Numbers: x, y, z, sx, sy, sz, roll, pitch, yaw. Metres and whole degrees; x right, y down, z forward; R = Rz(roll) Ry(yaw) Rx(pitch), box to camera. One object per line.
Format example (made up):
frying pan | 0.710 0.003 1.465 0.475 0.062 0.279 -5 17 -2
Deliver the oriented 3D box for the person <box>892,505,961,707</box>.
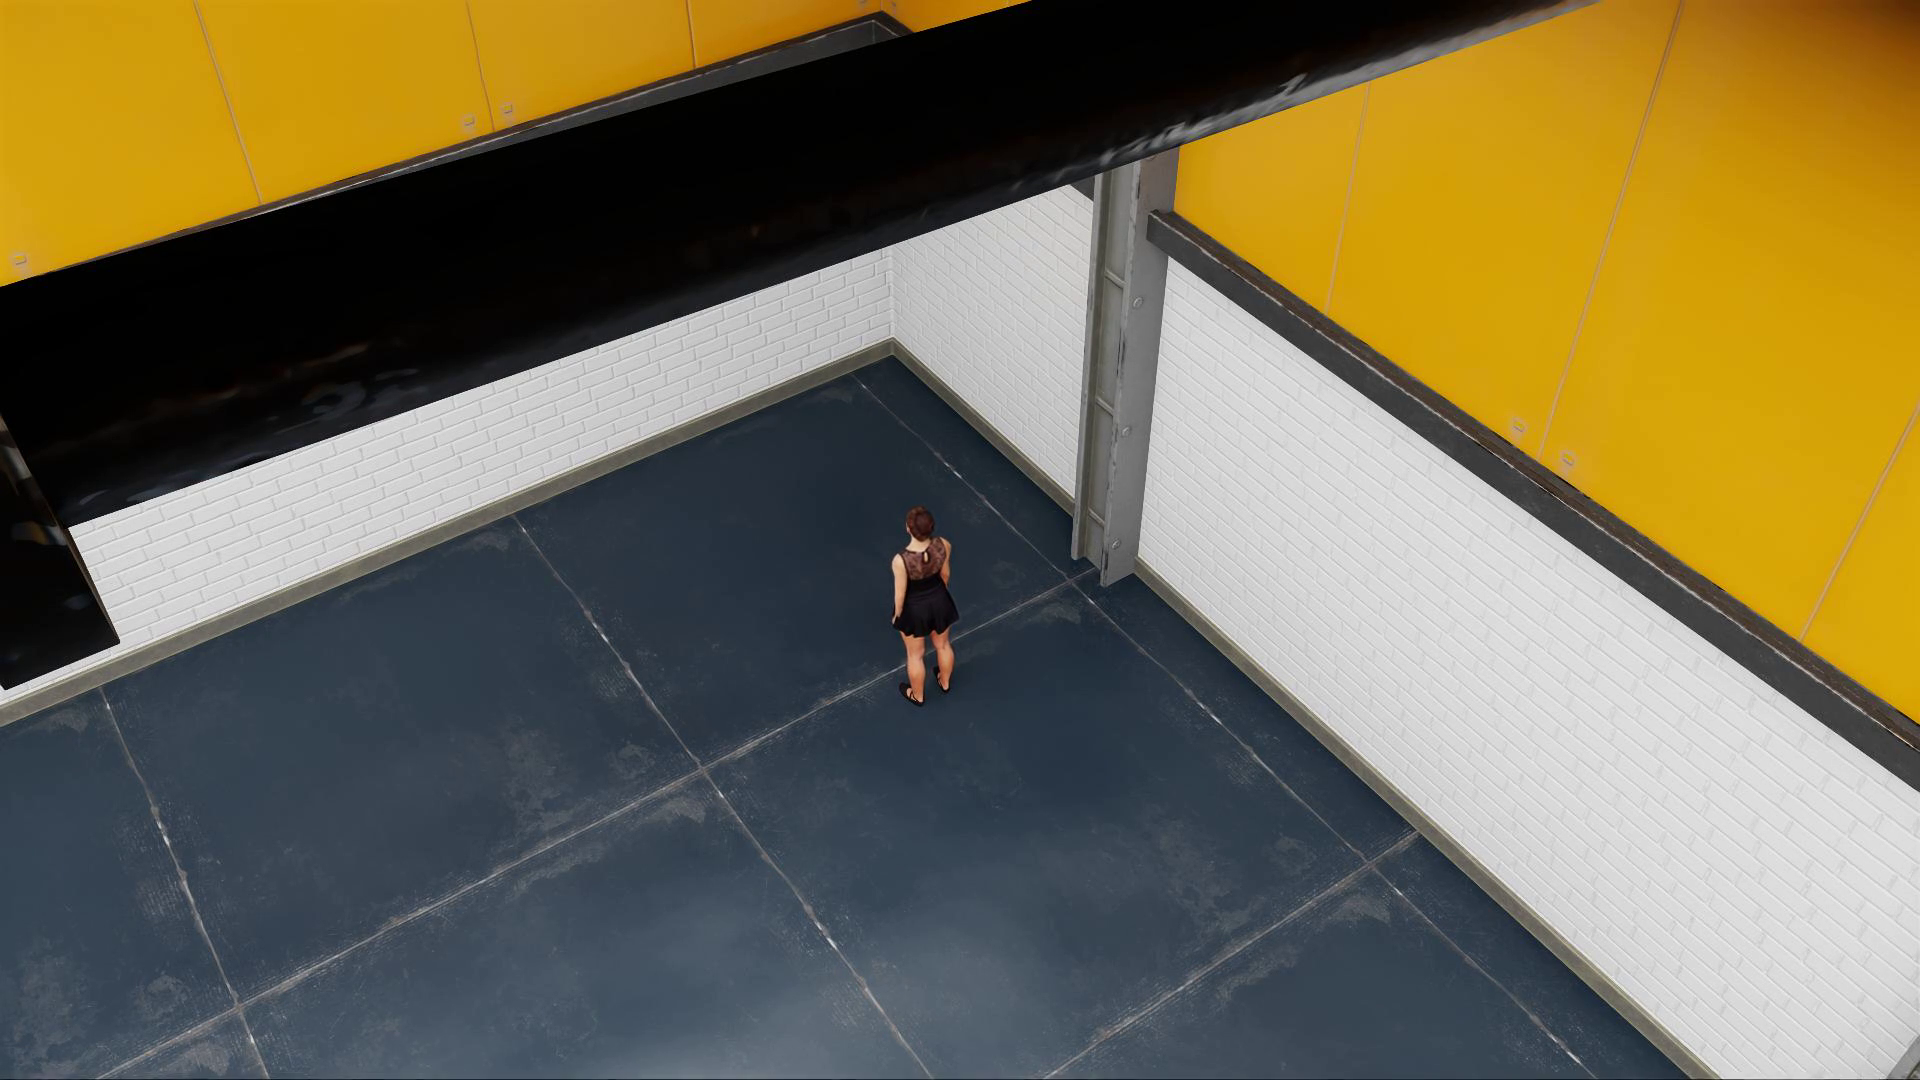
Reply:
person | -0.236 0.420 10.641 0.593 1.673 0.584 -21 47 -20
